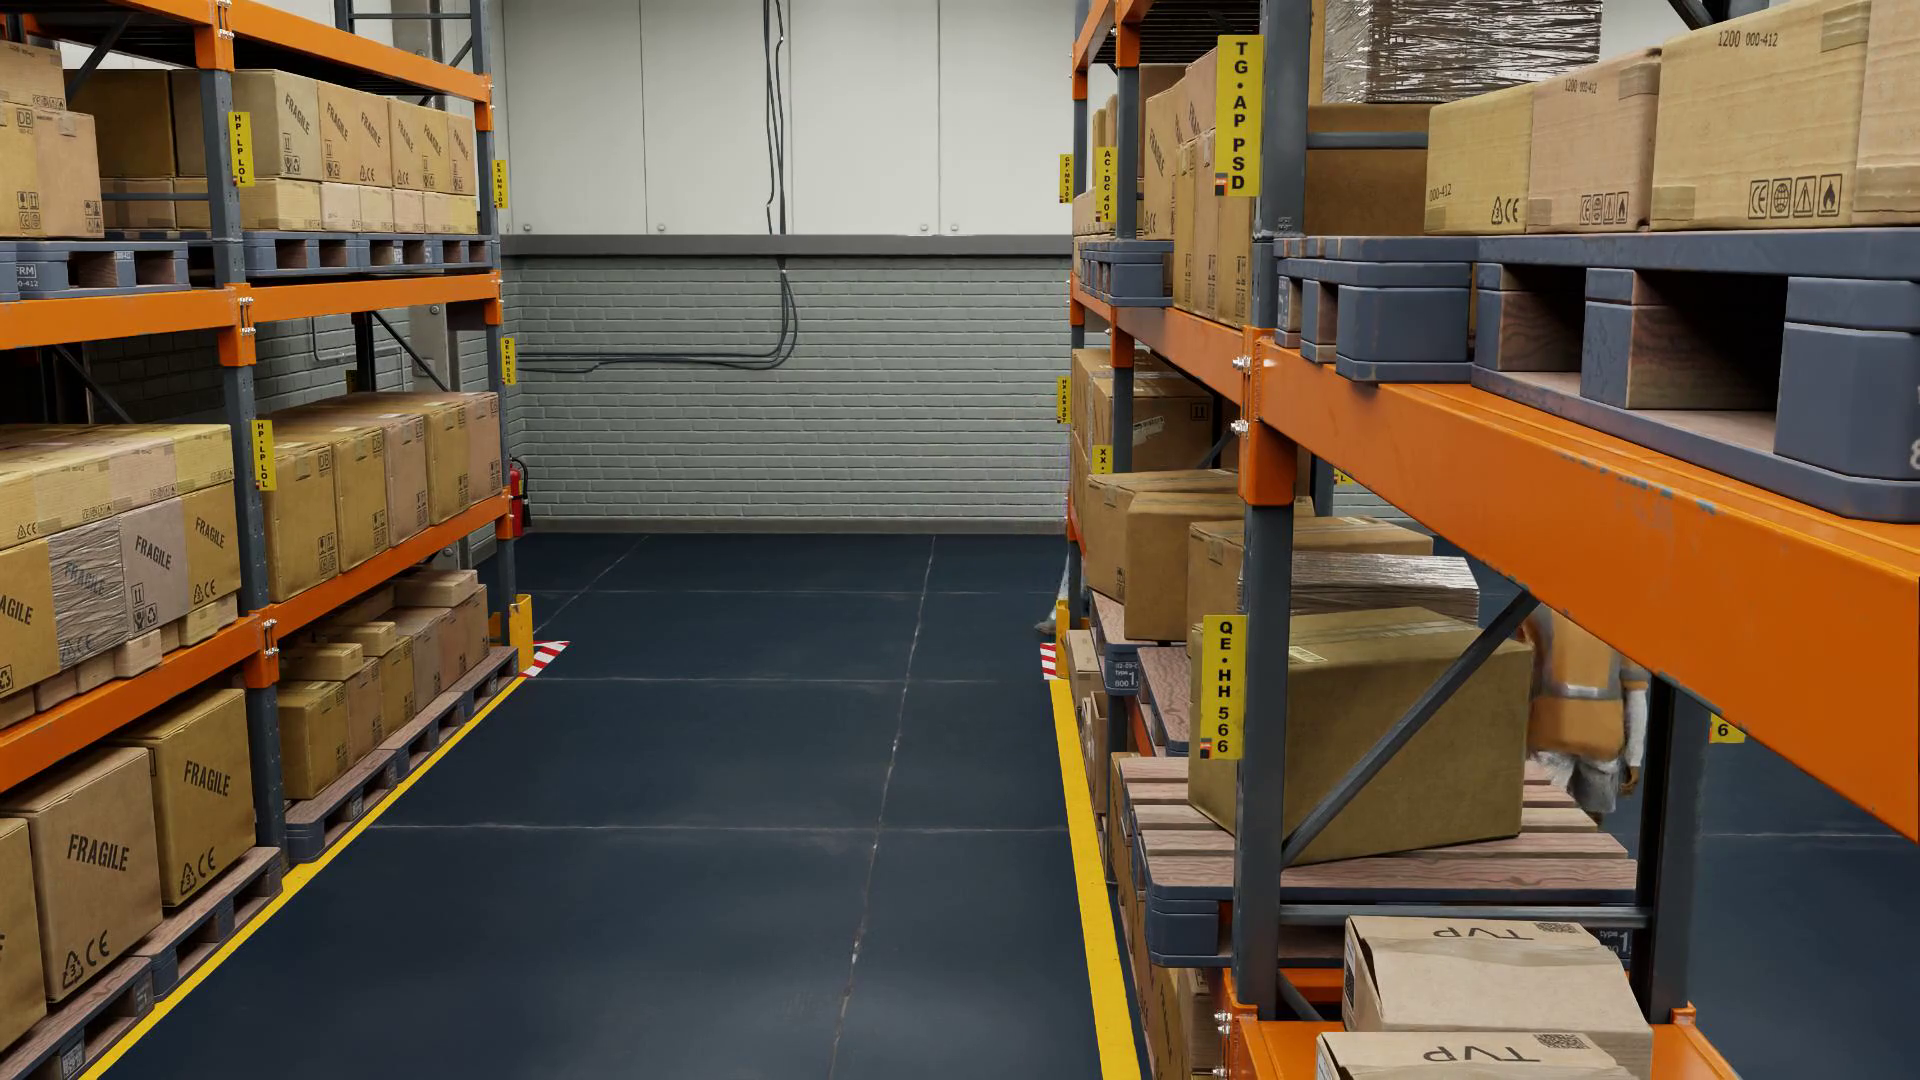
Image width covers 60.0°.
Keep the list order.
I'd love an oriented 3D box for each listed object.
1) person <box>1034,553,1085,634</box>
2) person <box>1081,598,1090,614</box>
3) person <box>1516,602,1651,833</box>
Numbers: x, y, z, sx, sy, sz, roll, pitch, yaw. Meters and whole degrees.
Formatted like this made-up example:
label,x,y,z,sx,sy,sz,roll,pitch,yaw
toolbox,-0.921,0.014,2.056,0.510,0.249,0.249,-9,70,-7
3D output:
label,x,y,z,sx,sy,sz,roll,pitch,yaw
person,1.067,-0.154,12.928,0.959,1.822,0.638,-2,10,-12
person,1.284,-0.205,12.940,0.564,1.917,0.557,-2,10,-11
person,2.605,0.859,7.038,0.562,1.899,0.709,3,11,18
